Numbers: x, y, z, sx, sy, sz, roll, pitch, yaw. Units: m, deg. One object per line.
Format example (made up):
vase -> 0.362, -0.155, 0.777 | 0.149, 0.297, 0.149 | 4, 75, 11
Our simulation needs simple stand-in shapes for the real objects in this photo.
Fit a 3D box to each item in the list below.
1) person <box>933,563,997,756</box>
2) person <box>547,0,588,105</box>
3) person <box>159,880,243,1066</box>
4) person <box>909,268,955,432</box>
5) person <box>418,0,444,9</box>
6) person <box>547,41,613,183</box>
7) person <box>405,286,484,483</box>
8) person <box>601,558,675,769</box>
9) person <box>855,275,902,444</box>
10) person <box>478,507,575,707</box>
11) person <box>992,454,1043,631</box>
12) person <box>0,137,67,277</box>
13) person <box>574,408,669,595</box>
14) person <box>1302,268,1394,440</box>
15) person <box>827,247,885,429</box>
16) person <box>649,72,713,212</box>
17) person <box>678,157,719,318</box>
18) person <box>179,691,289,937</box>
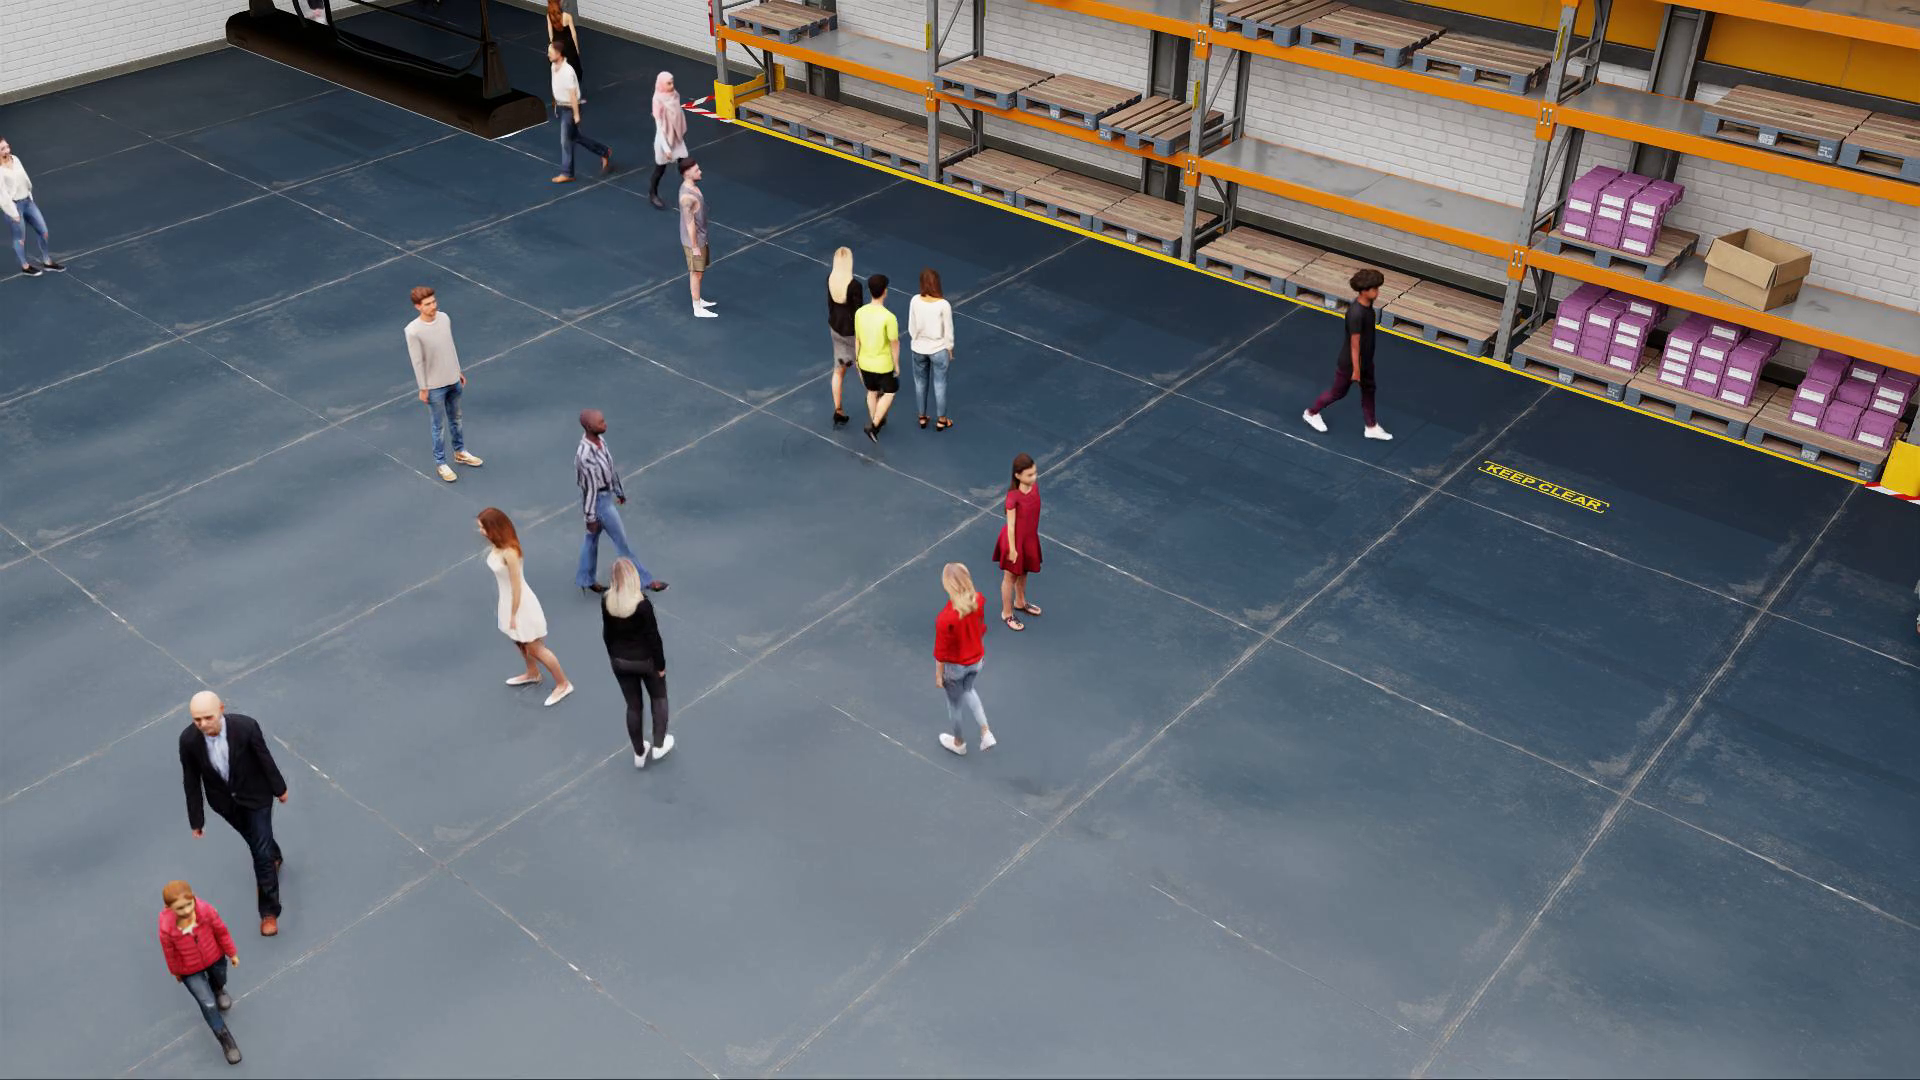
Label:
person -> 0.066, 0.919, 11.969 | 0.663, 1.698, 0.771 | -28, 43, -35
person -> -5.754, -7.131, 24.144 | 0.638, 1.625, 0.728 | 7, 34, 10
person -> -4.563, 2.490, 9.973 | 0.633, 1.291, 0.941 | -25, 41, -33
person -> -0.285, -1.841, 16.137 | 0.578, 1.680, 0.729 | 14, 36, 19
person -> -9.189, -10.078, 28.308 | 0.855, 1.925, 0.936 | 0, 34, 0
person -> -4.982, -5.594, 21.651 | 0.996, 1.827, 1.157 | -17, 37, -24
person -> -4.817, -1.480, 15.391 | 0.613, 1.904, 0.699 | 19, 38, 26
person -> -2.355, 0.930, 11.994 | 0.734, 1.652, 0.821 | 13, 36, 19
person -> -0.817, -1.681, 15.892 | 0.867, 1.685, 0.821 | 15, 36, 21
person -> -3.358, 0.474, 12.641 | 0.882, 1.695, 0.748 | -17, 37, -23
person -> 0.487, -0.020, 13.513 | 0.589, 1.553, 0.537 | 24, 41, 32
person -> -10.901, -3.824, 19.126 | 0.859, 1.674, 0.802 | 8, 34, 12
person -> -3.067, -0.278, 13.709 | 1.127, 1.765, 1.063 | -2, 34, -4
person -> 3.731, -1.786, 15.989 | 1.164, 1.753, 0.767 | 18, 38, 25
person -> -1.153, -1.925, 16.139 | 0.886, 1.818, 0.732 | 21, 39, 28
person -> -3.696, -4.915, 20.700 | 1.205, 1.749, 0.691 | 22, 40, 30
person -> -2.920, -3.335, 18.332 | 0.793, 1.846, 0.707 | -5, 34, -7
person -> -4.676, 1.637, 10.836 | 1.151, 1.756, 1.257 | -6, 34, -8
